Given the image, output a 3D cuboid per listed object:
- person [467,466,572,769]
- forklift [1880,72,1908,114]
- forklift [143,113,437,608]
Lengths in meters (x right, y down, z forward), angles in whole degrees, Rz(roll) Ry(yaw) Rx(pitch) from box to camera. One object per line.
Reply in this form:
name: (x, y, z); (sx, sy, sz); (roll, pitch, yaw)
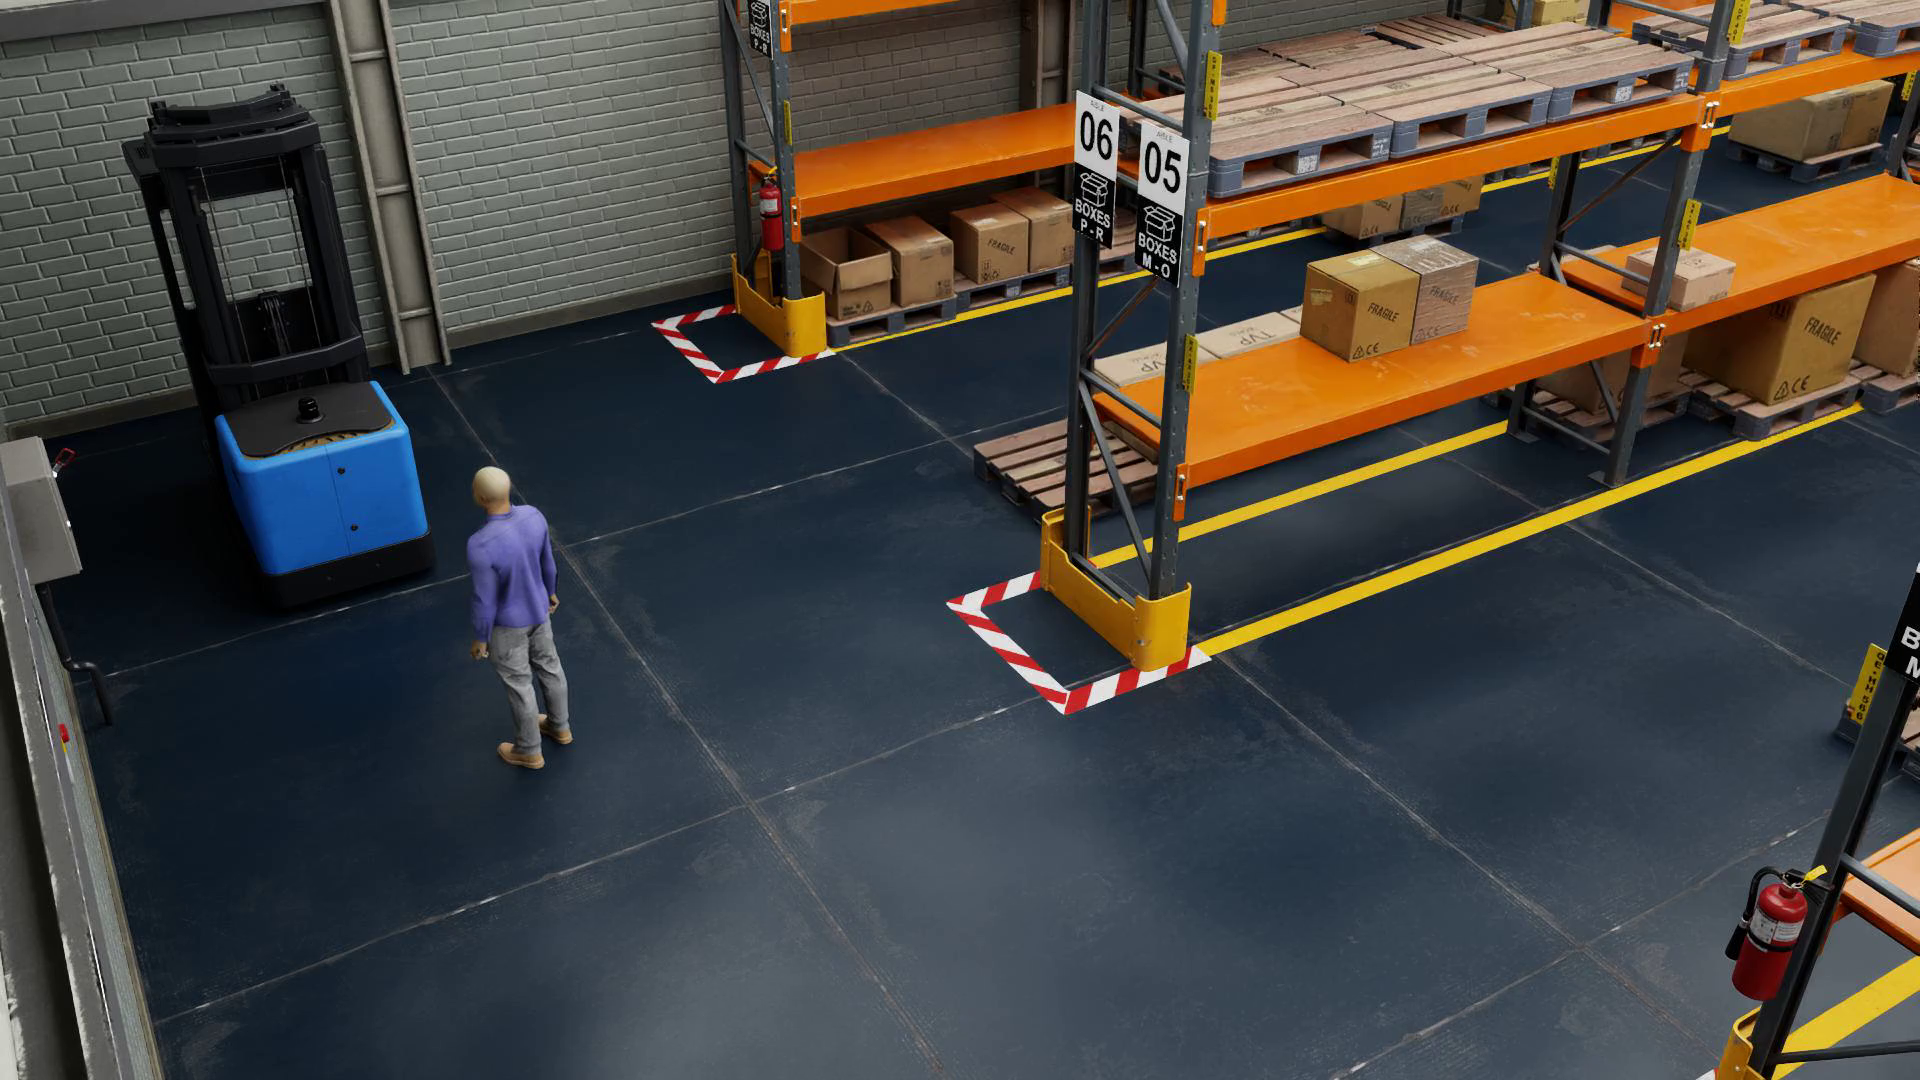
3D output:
person: (-2.335, 0.415, 8.815); (0.381, 1.797, 0.608); (17, 36, 25)
forklift: (11.468, -5.645, 18.244); (1.214, 2.155, 2.313); (-17, 36, -26)
forklift: (-4.289, -1.259, 10.509); (1.129, 2.768, 1.873); (-17, 36, -26)
